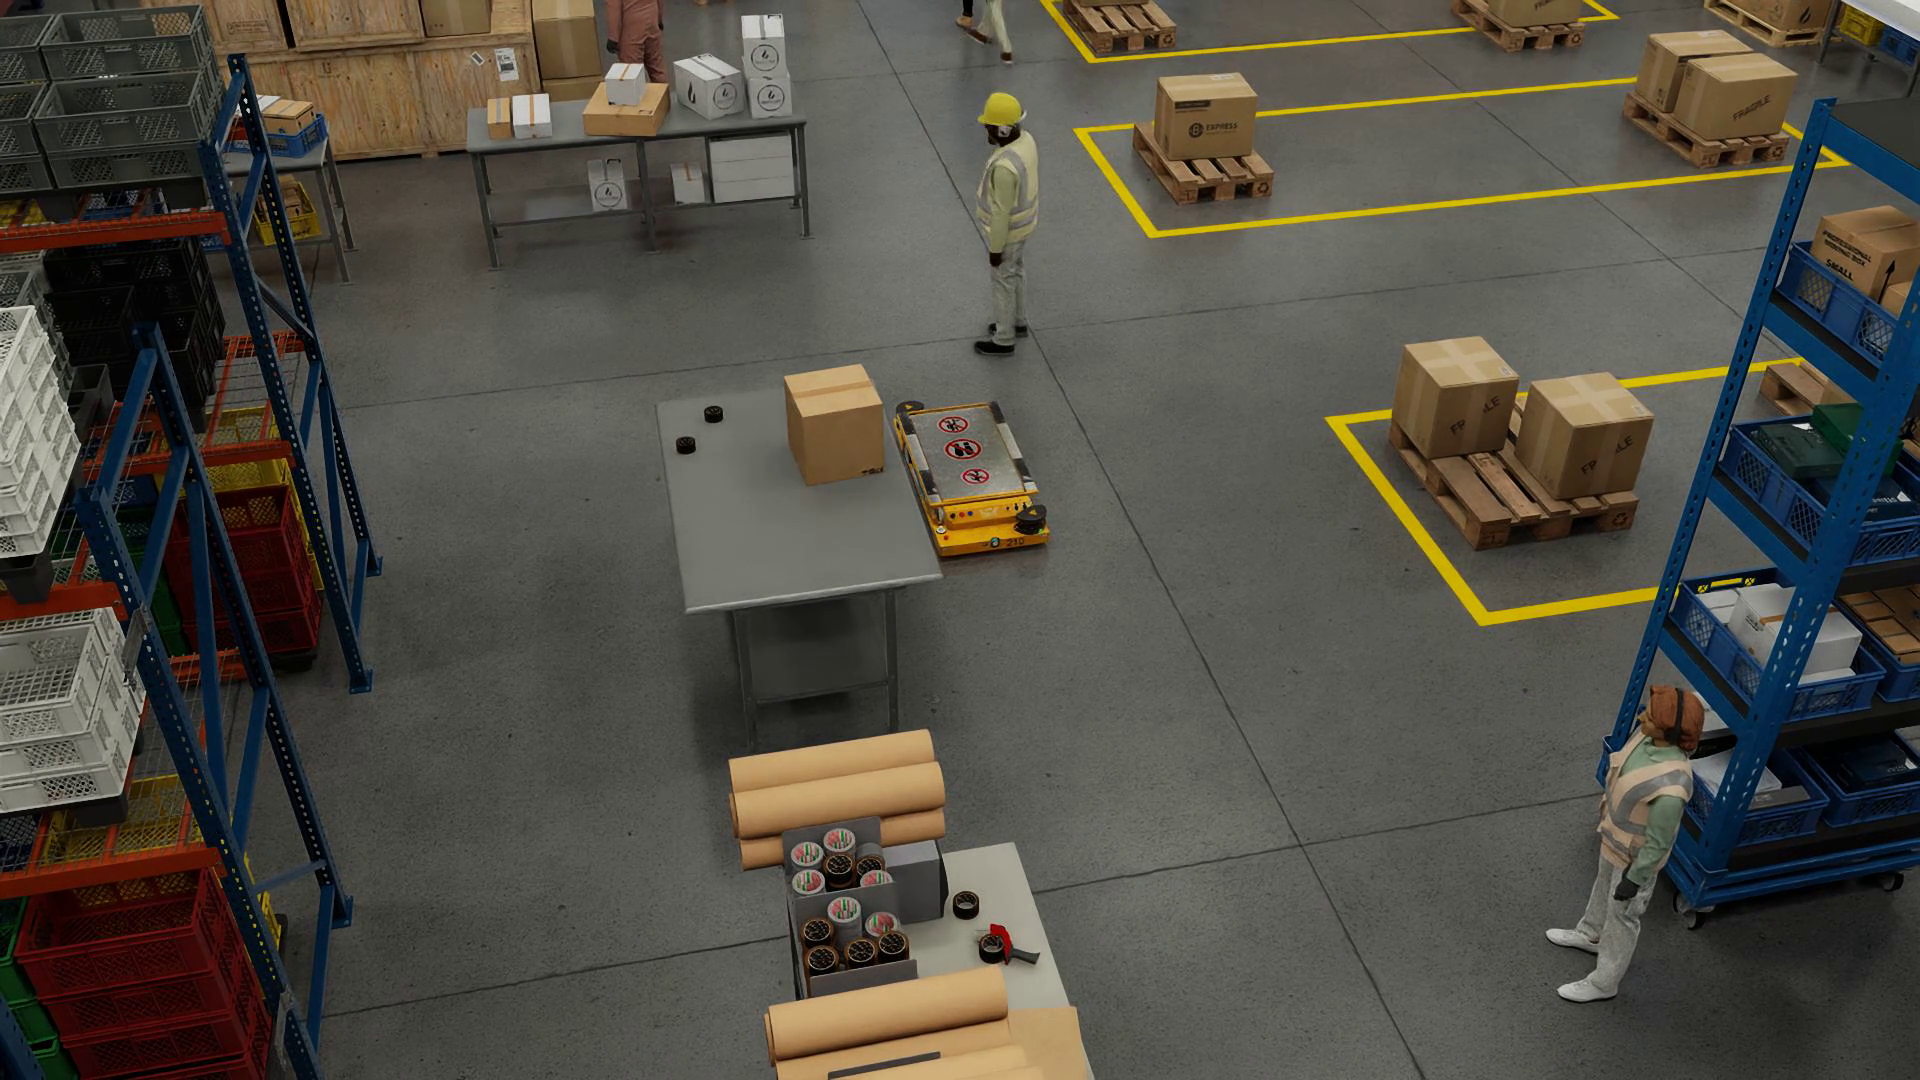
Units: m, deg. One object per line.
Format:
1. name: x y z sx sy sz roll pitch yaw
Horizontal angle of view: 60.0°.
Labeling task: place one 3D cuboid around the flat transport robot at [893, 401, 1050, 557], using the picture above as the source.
1. flat transport robot: 0.046 -0.430 10.108 0.652 0.197 1.431 -8 37 -10

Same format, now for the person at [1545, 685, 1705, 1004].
1. person: 2.716 1.228 6.740 0.307 1.641 0.511 5 37 7

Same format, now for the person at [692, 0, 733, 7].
1. person: -2.573 -6.330 16.732 0.625 1.843 0.430 -12 38 -16

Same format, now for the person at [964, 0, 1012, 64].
1. person: 0.265 -5.440 15.561 0.598 1.807 0.902 -19 40 -23

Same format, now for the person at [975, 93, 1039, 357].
1. person: 0.307 -2.090 11.051 0.403 1.823 0.597 10 38 14

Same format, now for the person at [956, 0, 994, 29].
1. person: 0.148 -5.848 16.200 0.536 1.699 0.322 -13 38 -16

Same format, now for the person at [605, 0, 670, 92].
1. person: -2.754 -4.341 14.005 0.400 1.907 0.644 23 42 28
